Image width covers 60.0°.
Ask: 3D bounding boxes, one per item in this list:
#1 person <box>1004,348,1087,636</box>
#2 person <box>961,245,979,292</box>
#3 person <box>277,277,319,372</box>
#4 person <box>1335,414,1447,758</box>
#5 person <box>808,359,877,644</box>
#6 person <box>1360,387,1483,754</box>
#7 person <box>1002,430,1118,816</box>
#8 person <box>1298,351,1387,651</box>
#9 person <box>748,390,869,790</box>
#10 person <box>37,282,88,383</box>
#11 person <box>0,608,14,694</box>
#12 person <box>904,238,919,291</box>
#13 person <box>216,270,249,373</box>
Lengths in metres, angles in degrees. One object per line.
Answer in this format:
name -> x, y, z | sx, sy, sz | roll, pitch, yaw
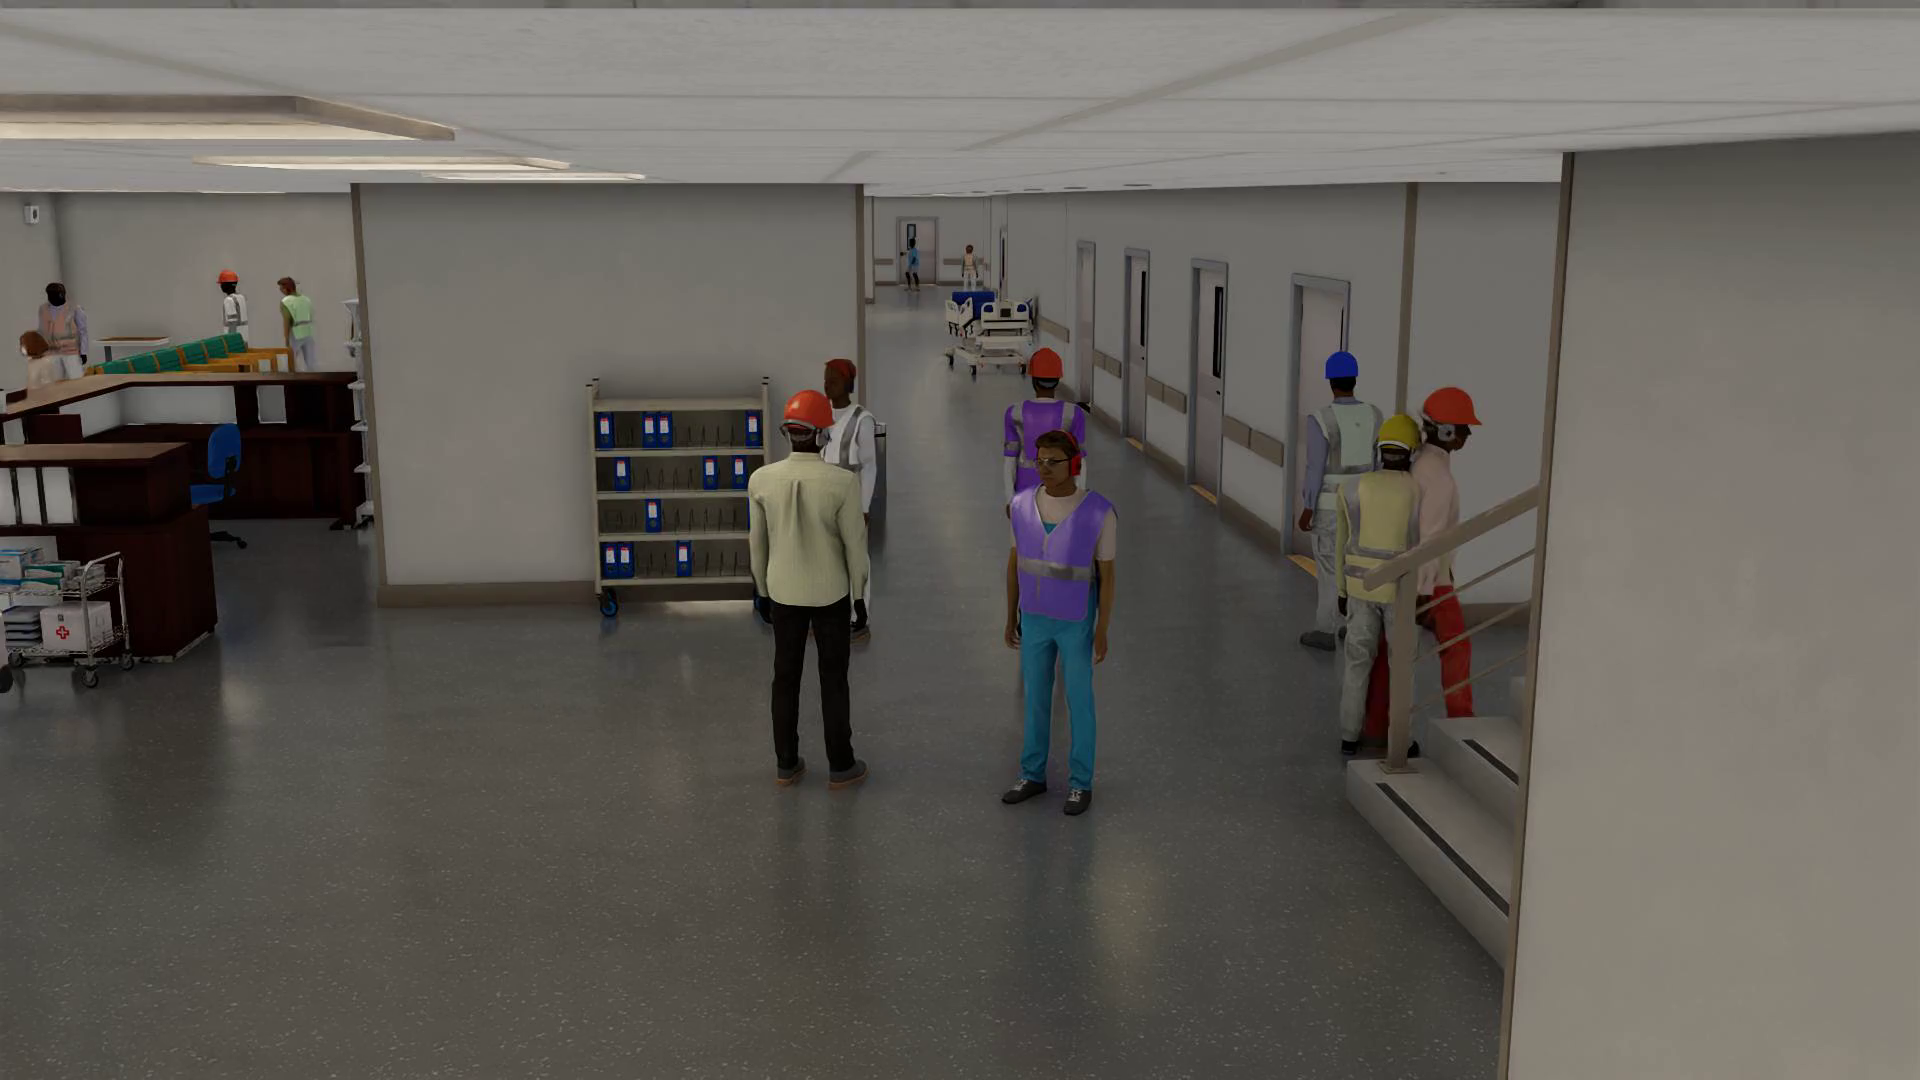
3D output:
person -> 0.570, -0.308, 11.119 | 0.552, 1.937, 0.356 | 2, 12, 9
person -> 0.282, -7.604, 47.495 | 0.511, 1.645, 0.307 | 3, 12, 14
person -> -9.646, -2.903, 24.127 | 0.814, 1.796, 0.649 | 6, 13, 25
person -> 2.236, 0.257, 8.657 | 0.585, 1.824, 0.405 | 6, 13, 27
person -> -0.797, -0.252, 11.005 | 0.371, 1.883, 0.582 | -11, 16, -44
person -> 2.531, 0.183, 8.662 | 0.875, 1.958, 0.616 | -2, 12, -8
person -> 0.478, 0.383, 7.971 | 0.564, 1.846, 0.390 | 6, 13, 29
person -> 2.470, -0.253, 10.823 | 0.616, 1.945, 0.404 | -5, 13, -25
person -> -0.735, 0.256, 8.236 | 0.608, 1.990, 0.385 | 3, 12, 15
person -> -11.818, -2.466, 21.910 | 0.633, 1.839, 0.429 | 0, 12, 1
person -> -4.462, 0.538, 7.200 | 0.977, 1.848, 0.662 | 6, 13, 27
person -> -1.571, -8.817, 53.344 | 0.587, 1.679, 0.540 | -5, 12, -21
person -> -10.233, -2.830, 23.449 | 0.375, 1.935, 0.551 | -1, 12, -4
